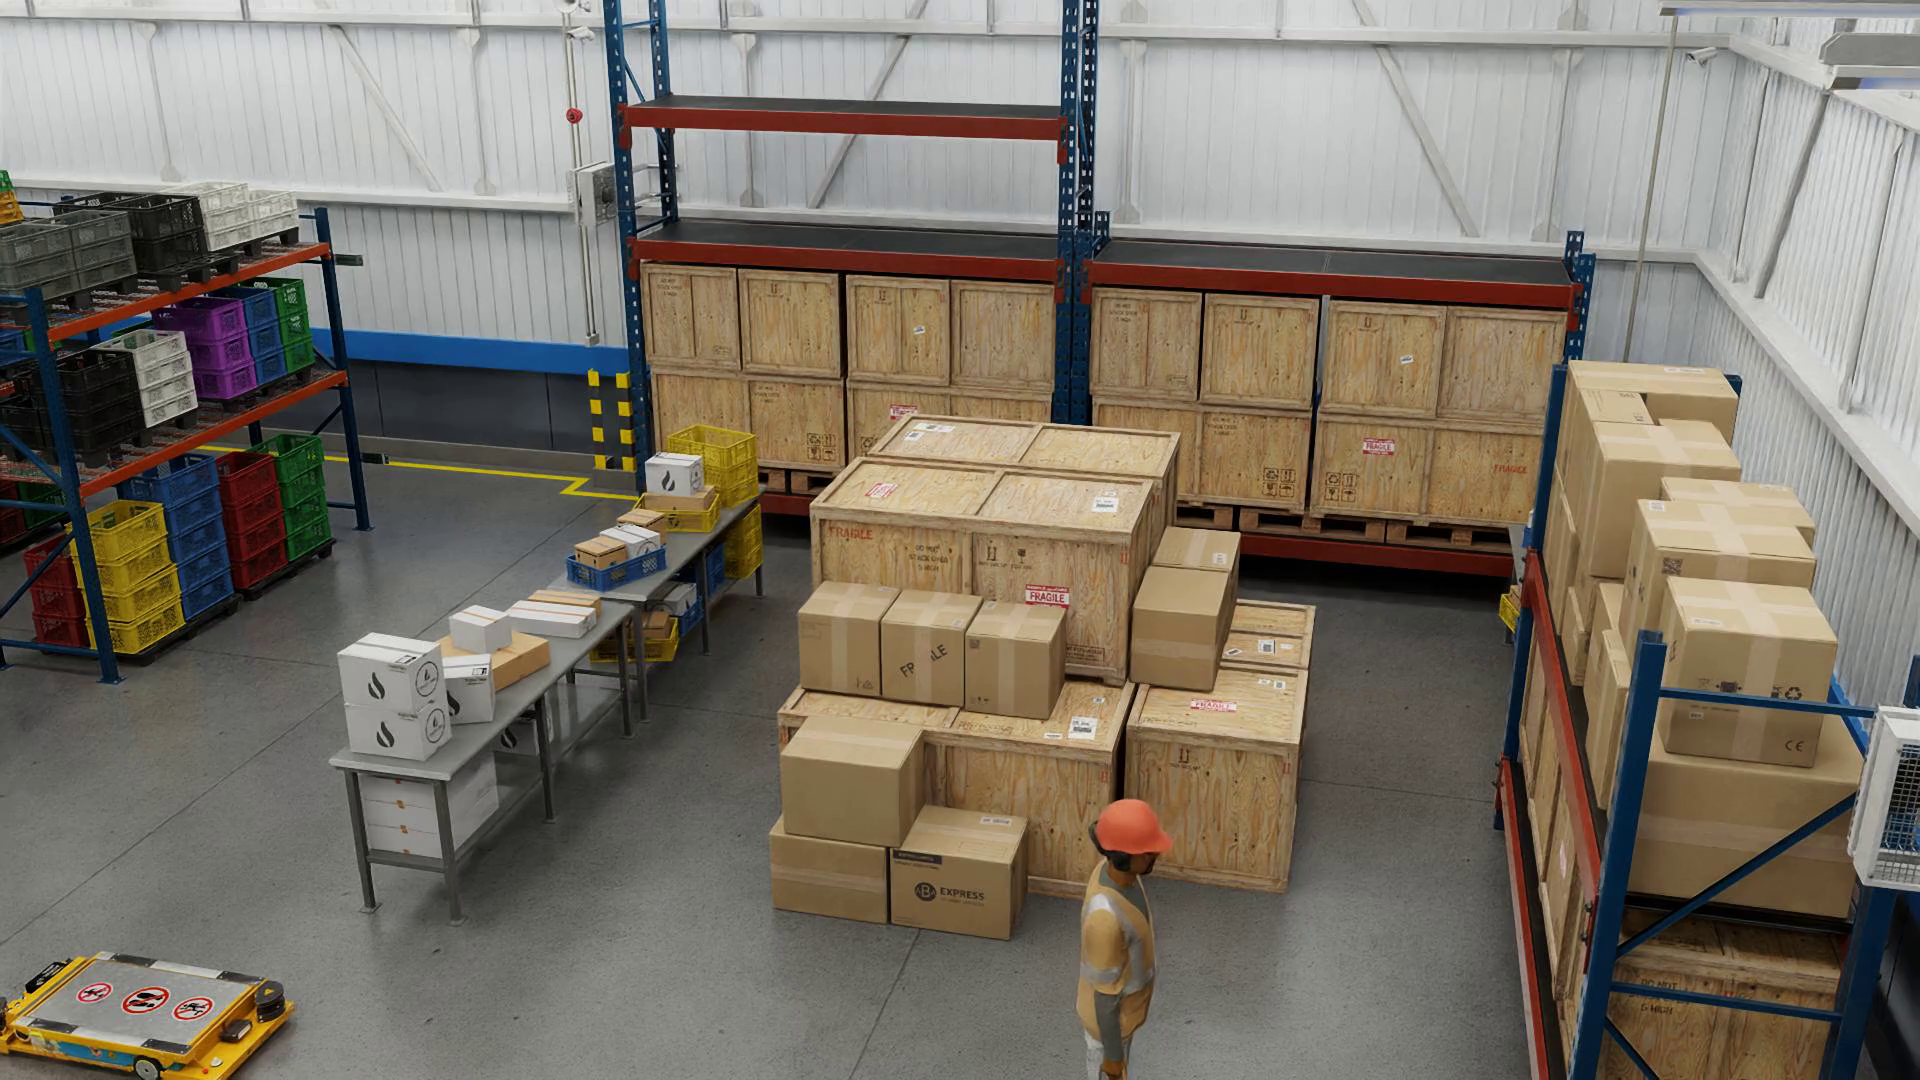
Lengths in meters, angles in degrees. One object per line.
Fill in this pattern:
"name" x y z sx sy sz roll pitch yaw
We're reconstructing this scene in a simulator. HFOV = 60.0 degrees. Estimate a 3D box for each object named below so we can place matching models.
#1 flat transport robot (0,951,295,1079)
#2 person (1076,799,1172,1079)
"flat transport robot" -4.270 2.464 8.601 1.431 0.231 0.659 5 22 13
"person" 0.695 2.037 7.230 0.370 2.047 0.604 4 21 10
